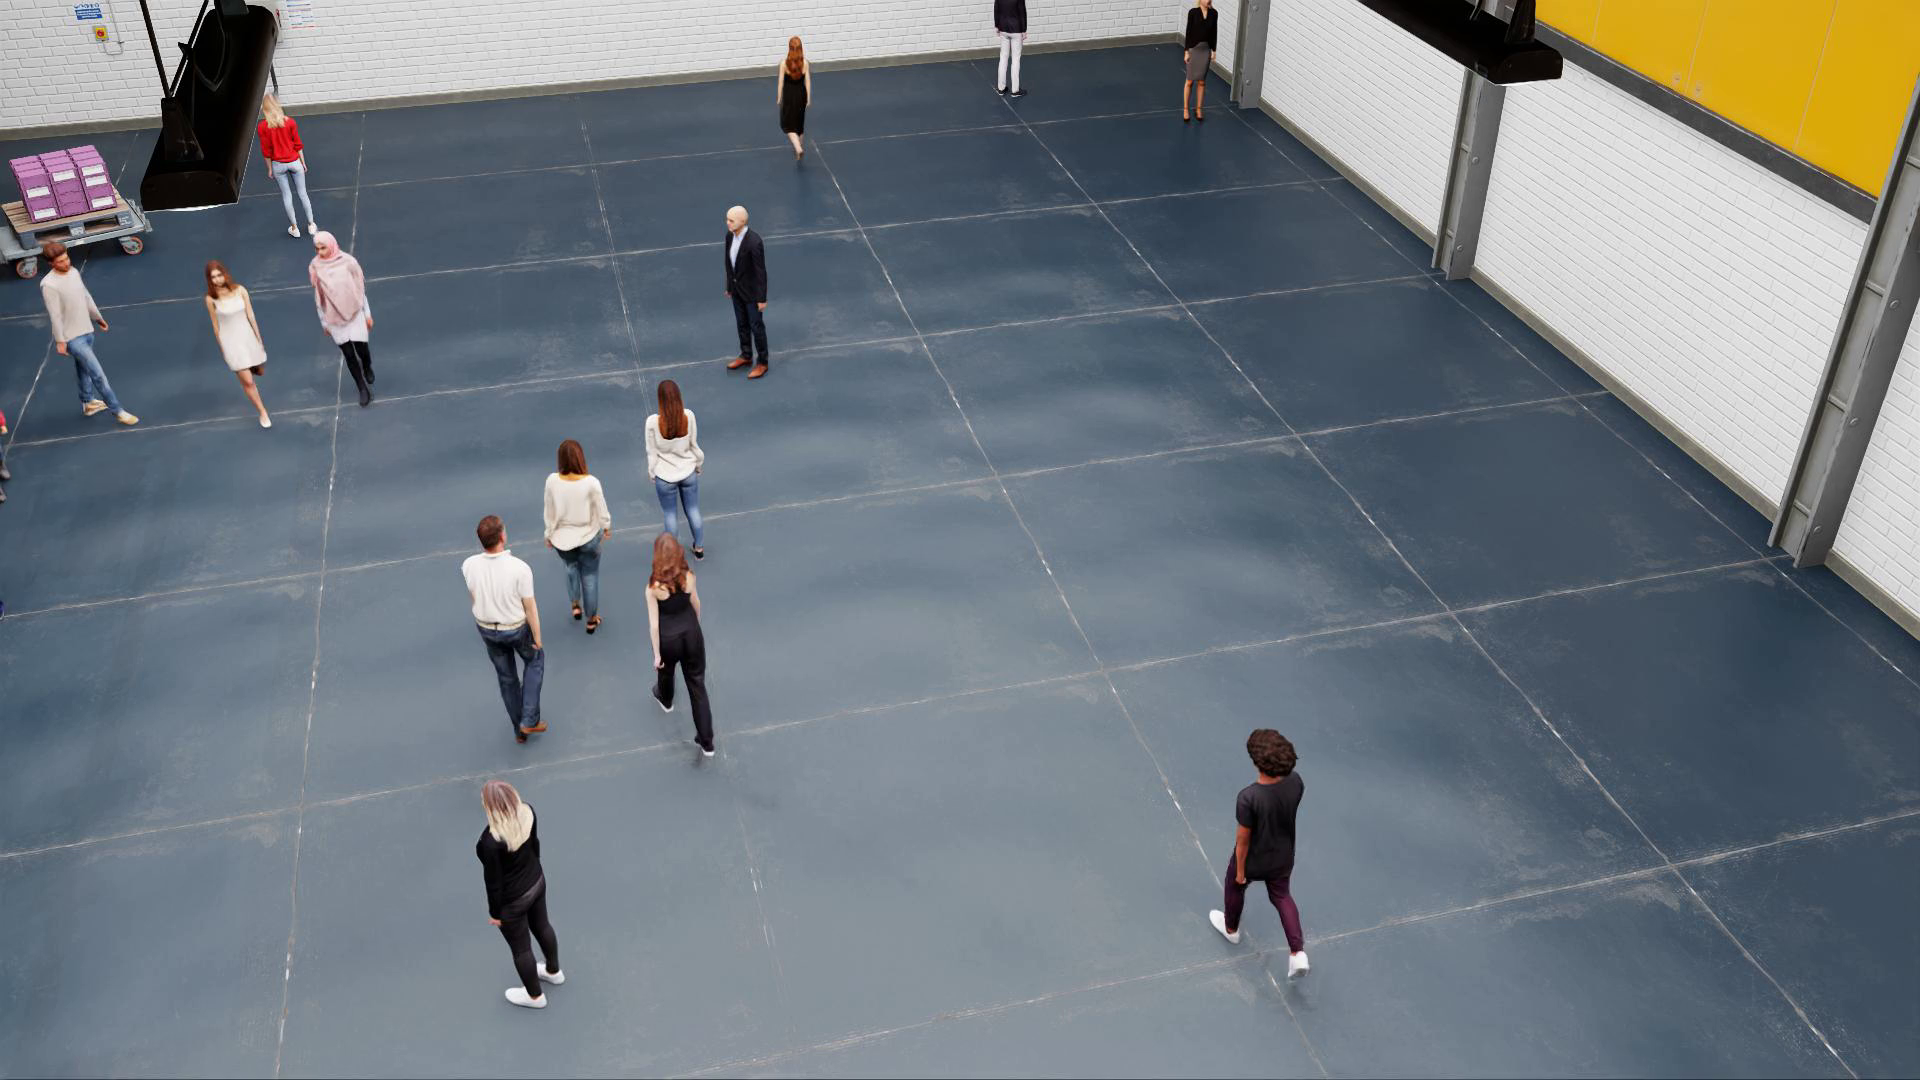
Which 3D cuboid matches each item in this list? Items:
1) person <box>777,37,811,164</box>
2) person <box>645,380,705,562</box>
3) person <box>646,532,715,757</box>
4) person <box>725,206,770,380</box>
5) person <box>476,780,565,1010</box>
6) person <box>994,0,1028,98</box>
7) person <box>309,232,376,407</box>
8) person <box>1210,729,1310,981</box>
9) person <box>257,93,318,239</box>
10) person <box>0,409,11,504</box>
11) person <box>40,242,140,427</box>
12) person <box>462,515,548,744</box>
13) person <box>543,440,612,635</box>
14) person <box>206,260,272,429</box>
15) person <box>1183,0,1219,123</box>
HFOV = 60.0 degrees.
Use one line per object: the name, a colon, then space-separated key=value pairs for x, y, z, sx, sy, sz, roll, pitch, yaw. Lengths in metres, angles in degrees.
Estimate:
person: x=-2.151 y=-5.714 z=21.656 sx=0.707 sy=1.605 sz=0.984 roll=-14 pitch=36 yaw=-20
person: x=-2.360 y=-0.560 z=13.823 sx=0.643 sy=1.692 sz=0.600 roll=-14 pitch=36 yaw=-20
person: x=-1.957 y=0.771 z=11.815 sx=0.840 sy=1.698 sz=1.221 roll=-19 pitch=38 yaw=-26
person: x=-2.134 y=-2.506 z=16.656 sx=0.712 sy=1.797 sz=0.835 roll=27 pitch=42 yaw=34
person: x=-2.595 y=2.091 z=9.843 sx=0.758 sy=1.682 sz=0.668 roll=13 pitch=36 yaw=18
person: x=0.723 y=-7.305 z=23.836 sx=0.714 sy=1.841 sz=0.784 roll=19 pitch=38 yaw=26
person: x=-5.975 y=-2.189 z=16.183 sx=0.640 sy=1.793 sz=0.757 roll=-7 pitch=34 yaw=-10
person: x=1.887 y=1.914 z=10.044 sx=0.710 sy=1.756 sz=1.071 roll=-14 pitch=36 yaw=-20
person: x=-7.949 y=-4.420 z=19.618 sx=0.661 sy=1.706 sz=0.582 roll=-17 pitch=37 yaw=-24
person: x=-8.768 y=-1.028 z=14.901 sx=0.754 sy=1.278 sz=0.983 roll=-23 pitch=40 yaw=-30
person: x=-8.444 y=-1.946 z=15.753 sx=0.954 sy=1.865 sz=0.925 roll=-4 pitch=34 yaw=-6
person: x=-3.254 y=0.706 z=11.790 sx=0.769 sy=1.835 sz=0.800 roll=4 pitch=34 yaw=6
person: x=-3.006 y=0.029 z=12.962 sx=0.746 sy=1.665 sz=0.711 roll=2 pitch=34 yaw=3
person: x=-6.895 y=-1.909 z=15.858 sx=0.760 sy=1.687 sz=1.033 roll=-22 pitch=39 yaw=-29
person: x=3.281 y=-6.673 z=22.886 sx=0.618 sy=1.841 sz=0.564 roll=-5 pitch=34 yaw=-8
